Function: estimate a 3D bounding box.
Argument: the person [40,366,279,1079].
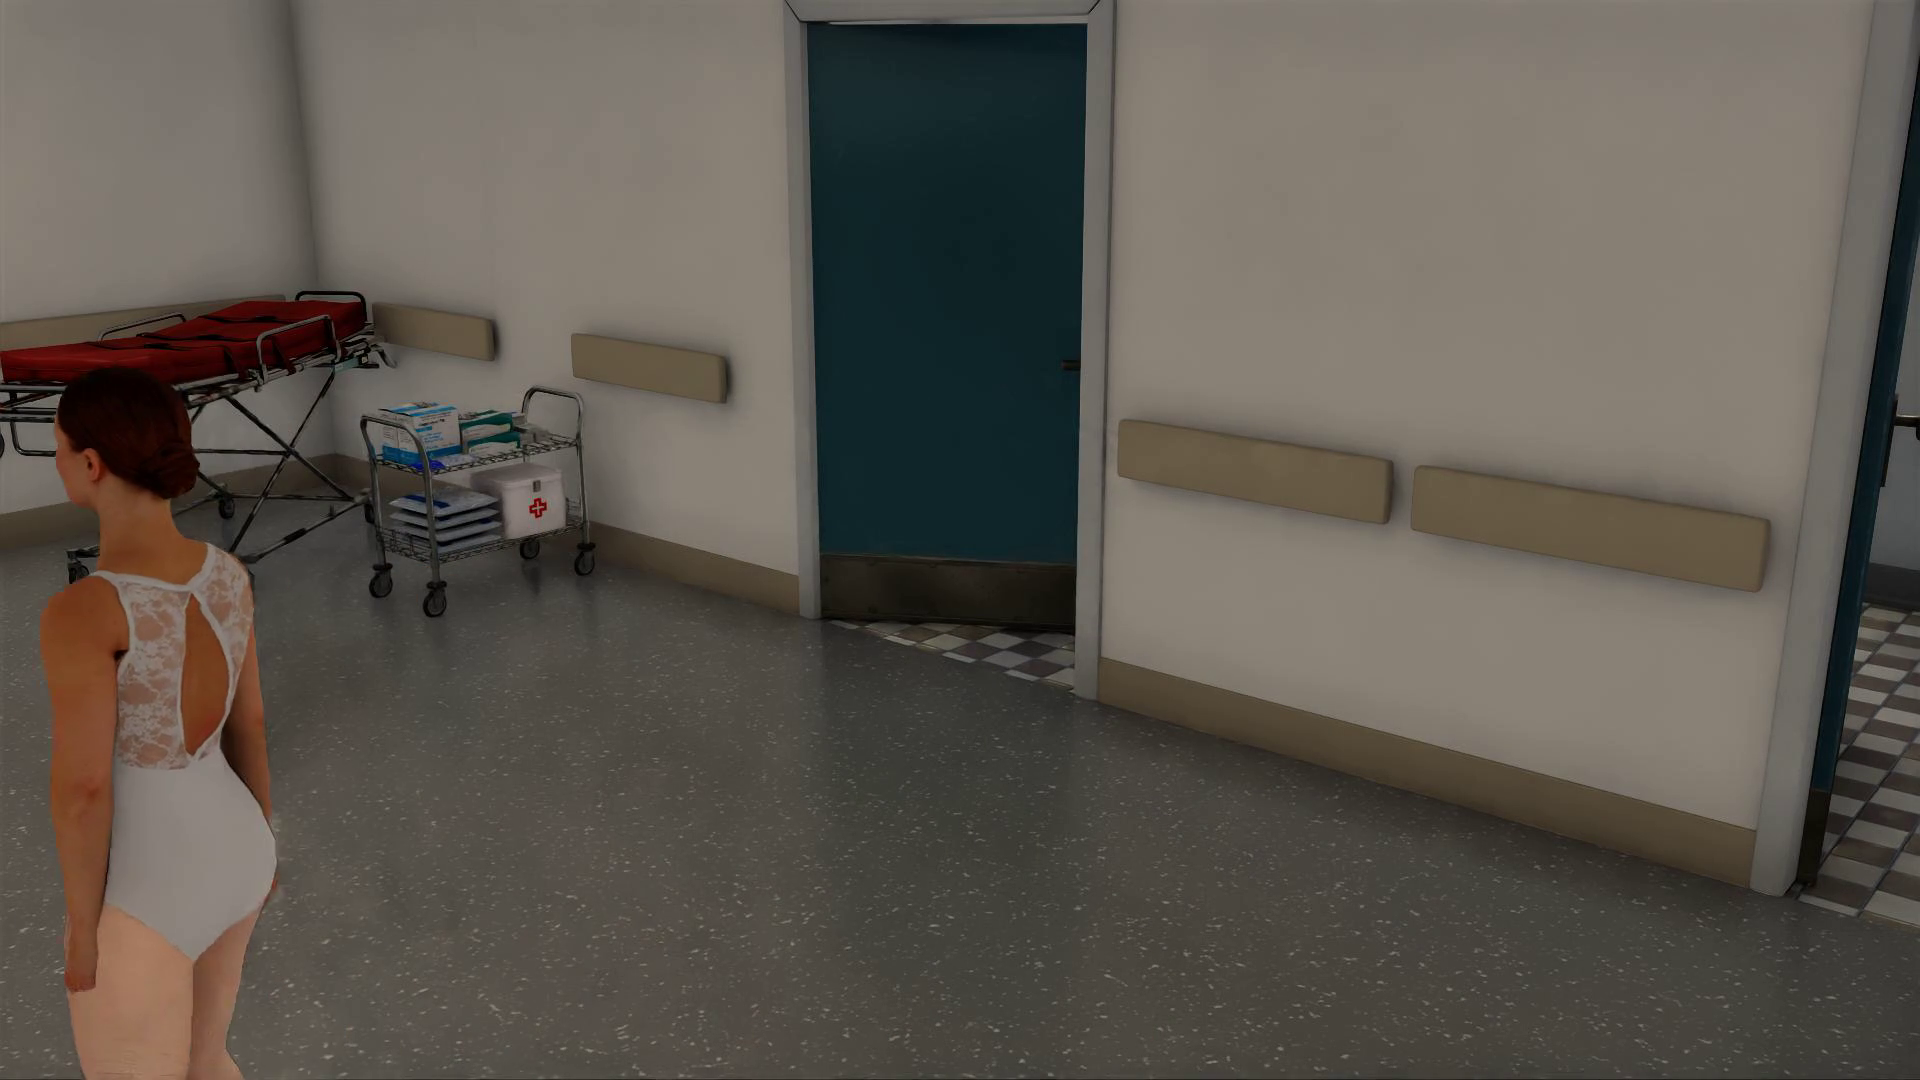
[{"bbox_3d":[-1.147,0.559,2.574,0.930,1.627,0.786,3,16,12],"label":"person"}]
